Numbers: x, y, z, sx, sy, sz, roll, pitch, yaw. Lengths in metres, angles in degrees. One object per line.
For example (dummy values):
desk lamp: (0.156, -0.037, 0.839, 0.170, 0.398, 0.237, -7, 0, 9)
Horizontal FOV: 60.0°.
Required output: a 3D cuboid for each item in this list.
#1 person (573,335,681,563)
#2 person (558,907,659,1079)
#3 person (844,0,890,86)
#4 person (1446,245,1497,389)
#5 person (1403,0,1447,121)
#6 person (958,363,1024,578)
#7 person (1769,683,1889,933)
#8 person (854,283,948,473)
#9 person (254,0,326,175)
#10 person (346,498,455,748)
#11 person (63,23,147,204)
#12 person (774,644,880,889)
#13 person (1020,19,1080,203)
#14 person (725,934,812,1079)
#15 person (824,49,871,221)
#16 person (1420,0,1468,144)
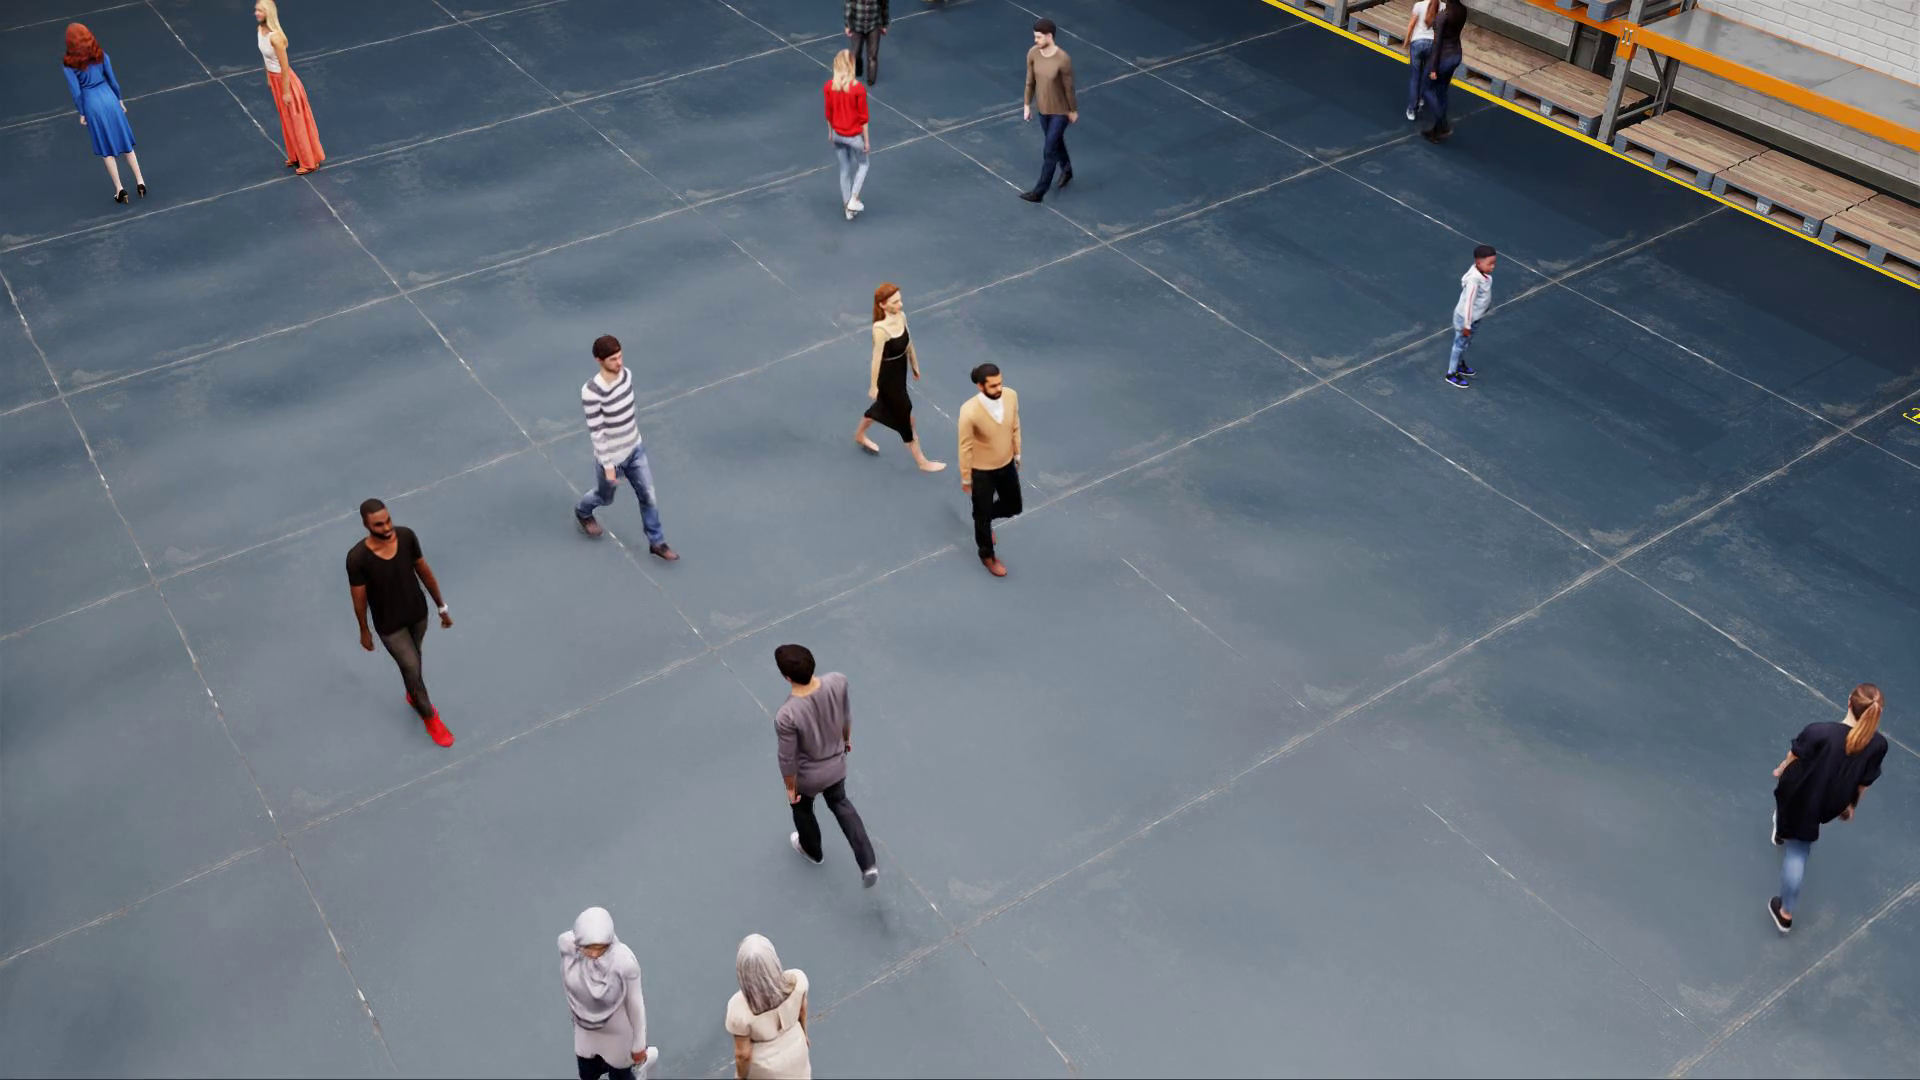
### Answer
person: (-2.544, -0.663, 11.973, 1.262, 1.814, 0.906, 25, 45, 28)
person: (-1.681, 2.340, 8.259, 0.803, 1.756, 0.855, 20, 43, 24)
person: (-1.081, -5.894, 18.828, 0.867, 1.710, 0.919, -4, 39, -6)
person: (4.285, -1.911, 13.981, 0.589, 1.260, 0.554, 20, 43, 23)
person: (5.032, -5.327, 18.030, 0.866, 1.544, 0.937, 5, 39, 7)
person: (0.181, -0.560, 11.899, 0.661, 1.747, 0.764, -23, 44, -27)
person: (4.839, 1.529, 9.370, 1.085, 1.637, 1.153, 6, 39, 7)
person: (-0.617, -1.278, 12.936, 1.174, 1.575, 0.958, 16, 41, 19)
person: (-6.879, -4.632, 16.954, 0.696, 1.800, 0.527, -27, 46, -30)
person: (-3.628, 0.438, 10.618, 0.957, 1.786, 0.811, 28, 47, 31)
person: (-8.445, -4.198, 16.388, 0.645, 1.829, 0.614, -32, 48, -33)
person: (-0.767, 1.322, 9.480, 0.713, 1.823, 0.974, -25, 45, -28)
person: (0.995, -4.293, 16.505, 1.115, 1.831, 0.897, 25, 45, 28)
person: (-0.894, 2.519, 8.052, 0.606, 1.735, 0.564, -28, 46, -30)
person: (-1.109, -3.869, 16.082, 0.703, 1.696, 0.796, 13, 40, 16)
person: (5.170, -4.968, 17.431, 0.619, 1.731, 0.708, -25, 45, -28)
